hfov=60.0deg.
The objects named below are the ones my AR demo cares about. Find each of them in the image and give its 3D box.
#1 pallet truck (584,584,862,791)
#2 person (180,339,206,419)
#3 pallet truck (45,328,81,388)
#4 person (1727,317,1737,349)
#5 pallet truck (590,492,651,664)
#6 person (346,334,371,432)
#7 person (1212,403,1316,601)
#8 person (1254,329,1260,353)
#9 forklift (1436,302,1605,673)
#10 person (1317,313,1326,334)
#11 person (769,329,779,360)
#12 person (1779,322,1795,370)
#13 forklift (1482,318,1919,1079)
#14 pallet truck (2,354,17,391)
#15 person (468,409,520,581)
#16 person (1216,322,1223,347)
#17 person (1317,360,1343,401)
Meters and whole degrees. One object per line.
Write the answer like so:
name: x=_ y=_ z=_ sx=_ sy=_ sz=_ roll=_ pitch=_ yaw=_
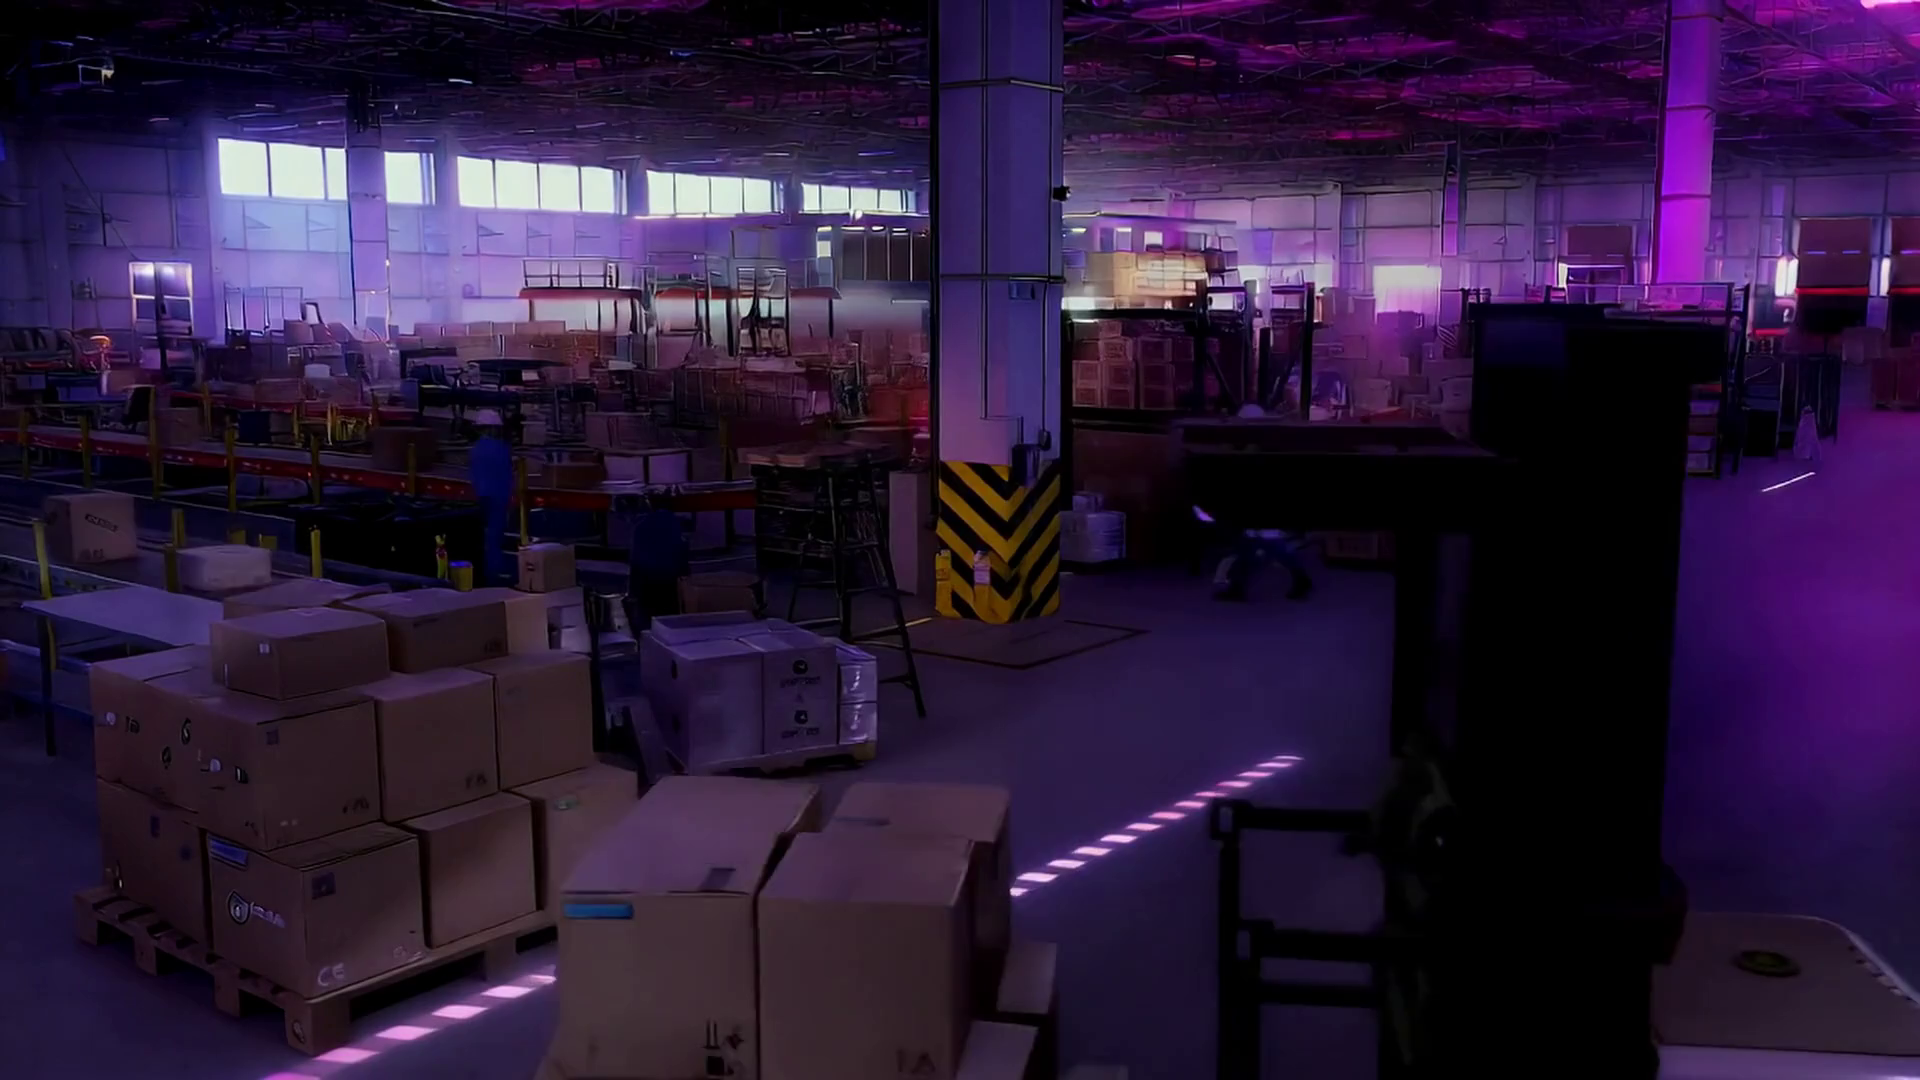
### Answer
pallet truck: x=-1.426 y=0.805 z=10.019 sx=1.601 sy=1.201 sz=0.680 roll=-4 pitch=9 yaw=-26
person: x=-17.805 y=-3.686 z=38.253 sx=1.009 sy=1.855 sz=0.649 roll=-5 pitch=10 yaw=-29
pallet truck: x=-23.775 y=-4.544 z=43.495 sx=1.885 sy=1.965 sz=0.823 roll=6 pitch=10 yaw=35
person: x=33.991 y=-8.916 z=73.373 sx=0.605 sy=1.882 sz=0.990 roll=-3 pitch=9 yaw=-21
pallet truck: x=-3.115 y=0.344 z=12.883 sx=0.653 sy=1.274 sz=1.630 roll=7 pitch=11 yaw=37
person: x=-12.552 y=-3.266 z=34.724 sx=0.616 sy=2.041 sz=0.377 roll=8 pitch=11 yaw=42
person: x=2.883 y=-0.338 z=15.582 sx=0.922 sy=1.879 sz=0.571 roll=0 pitch=8 yaw=1
person: x=11.809 y=-7.870 z=66.795 sx=0.519 sy=1.722 sz=0.516 roll=3 pitch=9 yaw=20
forklift: x=4.379 y=-0.438 z=12.852 sx=1.129 sy=2.768 sz=1.873 roll=7 pitch=11 yaw=37
person: x=18.243 y=-10.496 z=83.831 sx=1.040 sy=1.940 sz=0.617 roll=3 pitch=9 yaw=19
person: x=-6.949 y=-7.213 z=62.003 sx=0.326 sy=1.841 sz=0.515 roll=5 pitch=10 yaw=29
person: x=31.090 y=-7.281 z=62.518 sx=0.651 sy=1.823 sz=0.574 roll=-8 pitch=11 yaw=-43
forklift: x=1.600 y=0.813 z=4.421 sx=1.873 sy=2.768 sz=1.129 roll=1 pitch=8 yaw=7
pallet truck: x=-24.881 y=-4.417 z=42.634 sx=1.885 sy=1.965 sz=0.823 roll=8 pitch=11 yaw=41
person: x=-4.789 y=-0.466 z=16.873 sx=0.770 sy=1.739 sz=0.529 roll=4 pitch=9 yaw=26
person: x=8.276 y=-6.004 z=53.446 sx=0.366 sy=1.963 sz=0.610 roll=-3 pitch=9 yaw=-18
person: x=7.295 y=-2.765 z=32.873 sx=0.504 sy=1.602 sz=0.849 roll=6 pitch=11 yaw=37
